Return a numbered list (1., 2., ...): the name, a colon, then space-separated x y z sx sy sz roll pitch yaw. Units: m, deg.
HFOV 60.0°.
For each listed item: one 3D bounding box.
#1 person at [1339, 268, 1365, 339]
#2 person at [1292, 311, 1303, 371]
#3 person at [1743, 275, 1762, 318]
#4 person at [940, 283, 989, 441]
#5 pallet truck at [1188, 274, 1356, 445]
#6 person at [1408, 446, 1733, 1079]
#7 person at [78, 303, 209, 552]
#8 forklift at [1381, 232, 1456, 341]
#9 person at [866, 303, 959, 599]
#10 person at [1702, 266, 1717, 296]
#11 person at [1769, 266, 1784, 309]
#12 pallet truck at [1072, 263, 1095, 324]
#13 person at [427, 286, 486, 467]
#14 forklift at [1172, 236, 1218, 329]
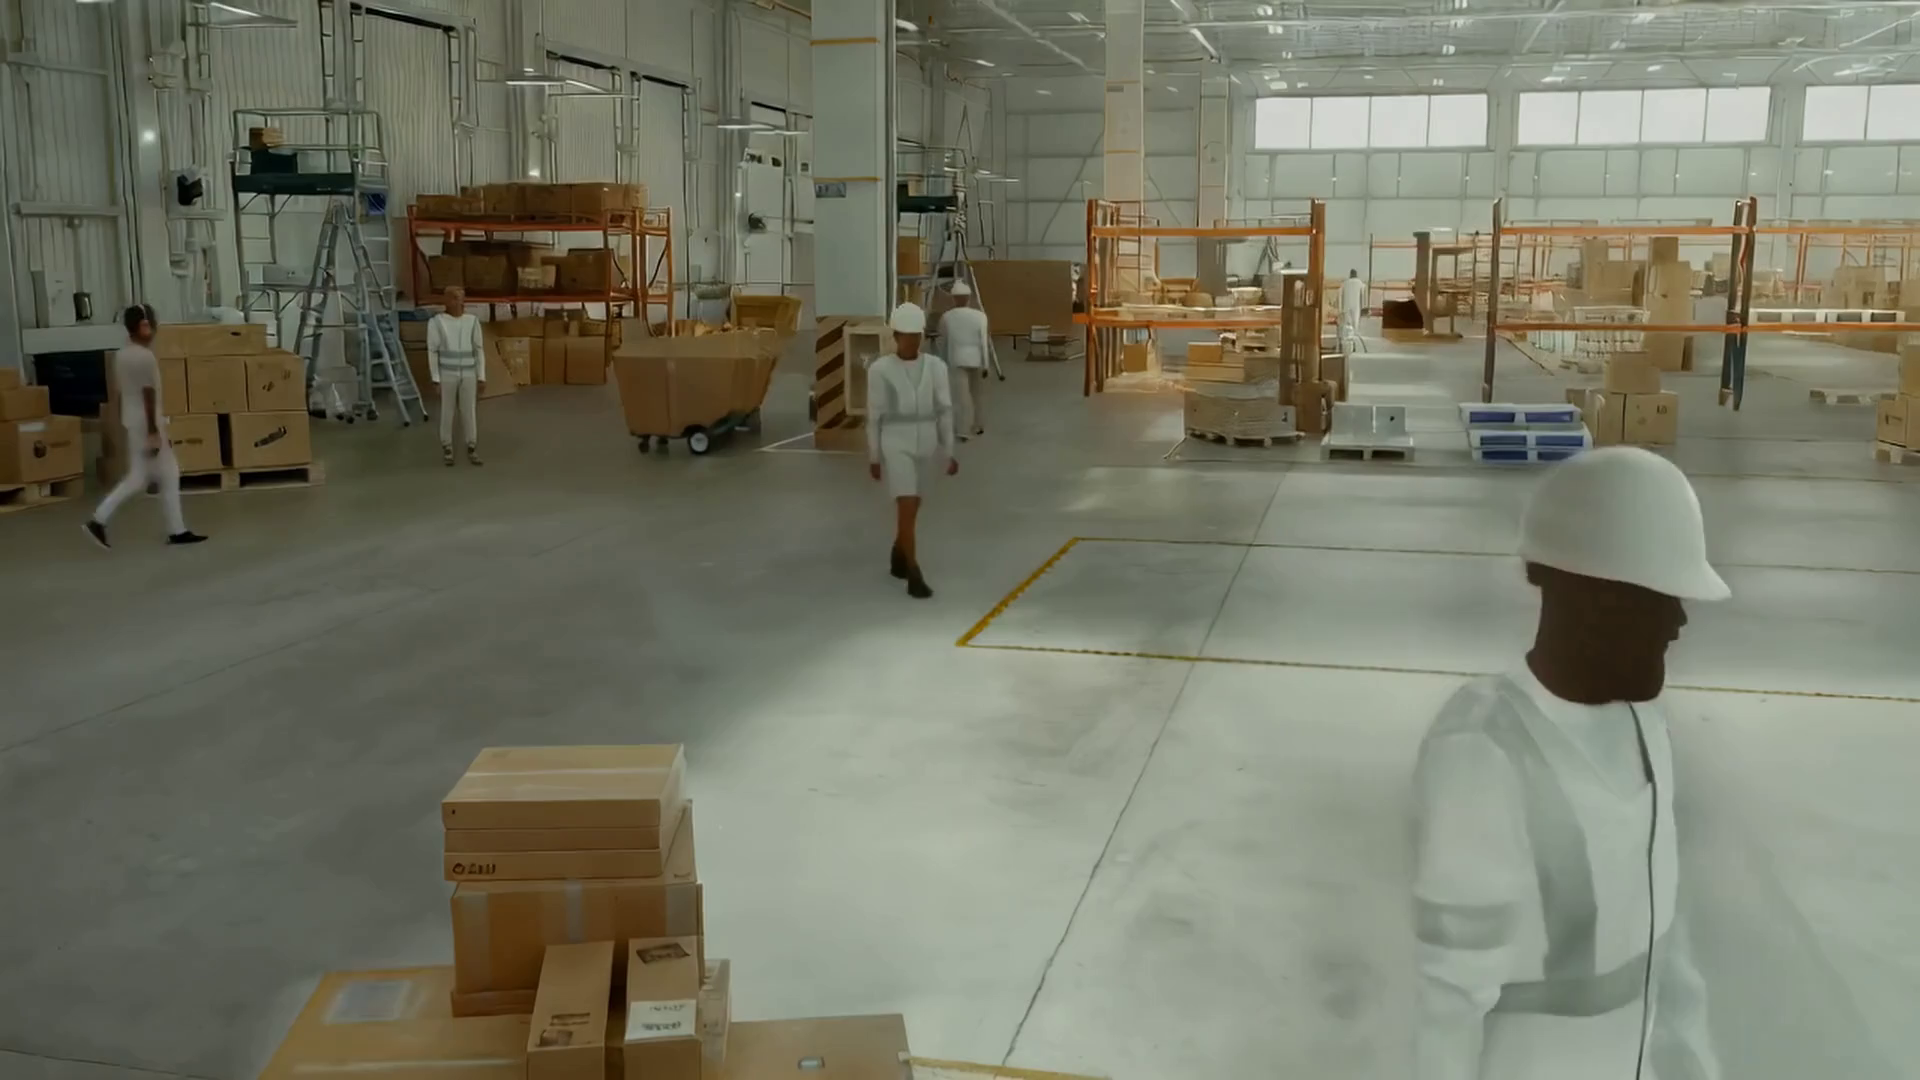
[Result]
1. person: 10.377 -6.237 44.056 0.648 1.887 1.011 2 10 13
2. person: 6.610 -4.101 31.930 0.335 1.735 0.484 6 11 33
3. person: 24.426 -7.344 51.221 0.664 1.656 0.336 6 12 33
4. person: 0.057 -2.142 19.991 0.592 1.867 0.971 0 10 1
5. pallet truck: 3.653 -2.138 19.590 1.885 1.965 0.823 -4 10 -20
6. person: 0.893 0.812 2.459 0.410 1.921 0.604 9 13 42
7. person: -6.126 -0.831 12.362 0.521 1.847 0.841 8 12 38
8. forklift: 11.945 -6.580 43.146 1.873 2.768 1.129 2 10 14
9. person: -0.341 -0.612 10.953 0.549 1.893 1.005 -4 11 -24
10. person: 22.868 -7.401 50.806 0.363 1.929 0.628 6 11 30
11. person: 25.654 -7.649 52.279 0.392 1.923 0.541 -1 10 -5
12. pallet truck: 4.325 -8.180 55.162 0.823 1.965 1.885 6 11 31
13. person: -5.244 -1.704 17.367 0.575 1.885 0.355 -6 11 -32
14. forklift: 7.487 -7.833 50.525 1.873 2.768 1.129 -2 10 -13
